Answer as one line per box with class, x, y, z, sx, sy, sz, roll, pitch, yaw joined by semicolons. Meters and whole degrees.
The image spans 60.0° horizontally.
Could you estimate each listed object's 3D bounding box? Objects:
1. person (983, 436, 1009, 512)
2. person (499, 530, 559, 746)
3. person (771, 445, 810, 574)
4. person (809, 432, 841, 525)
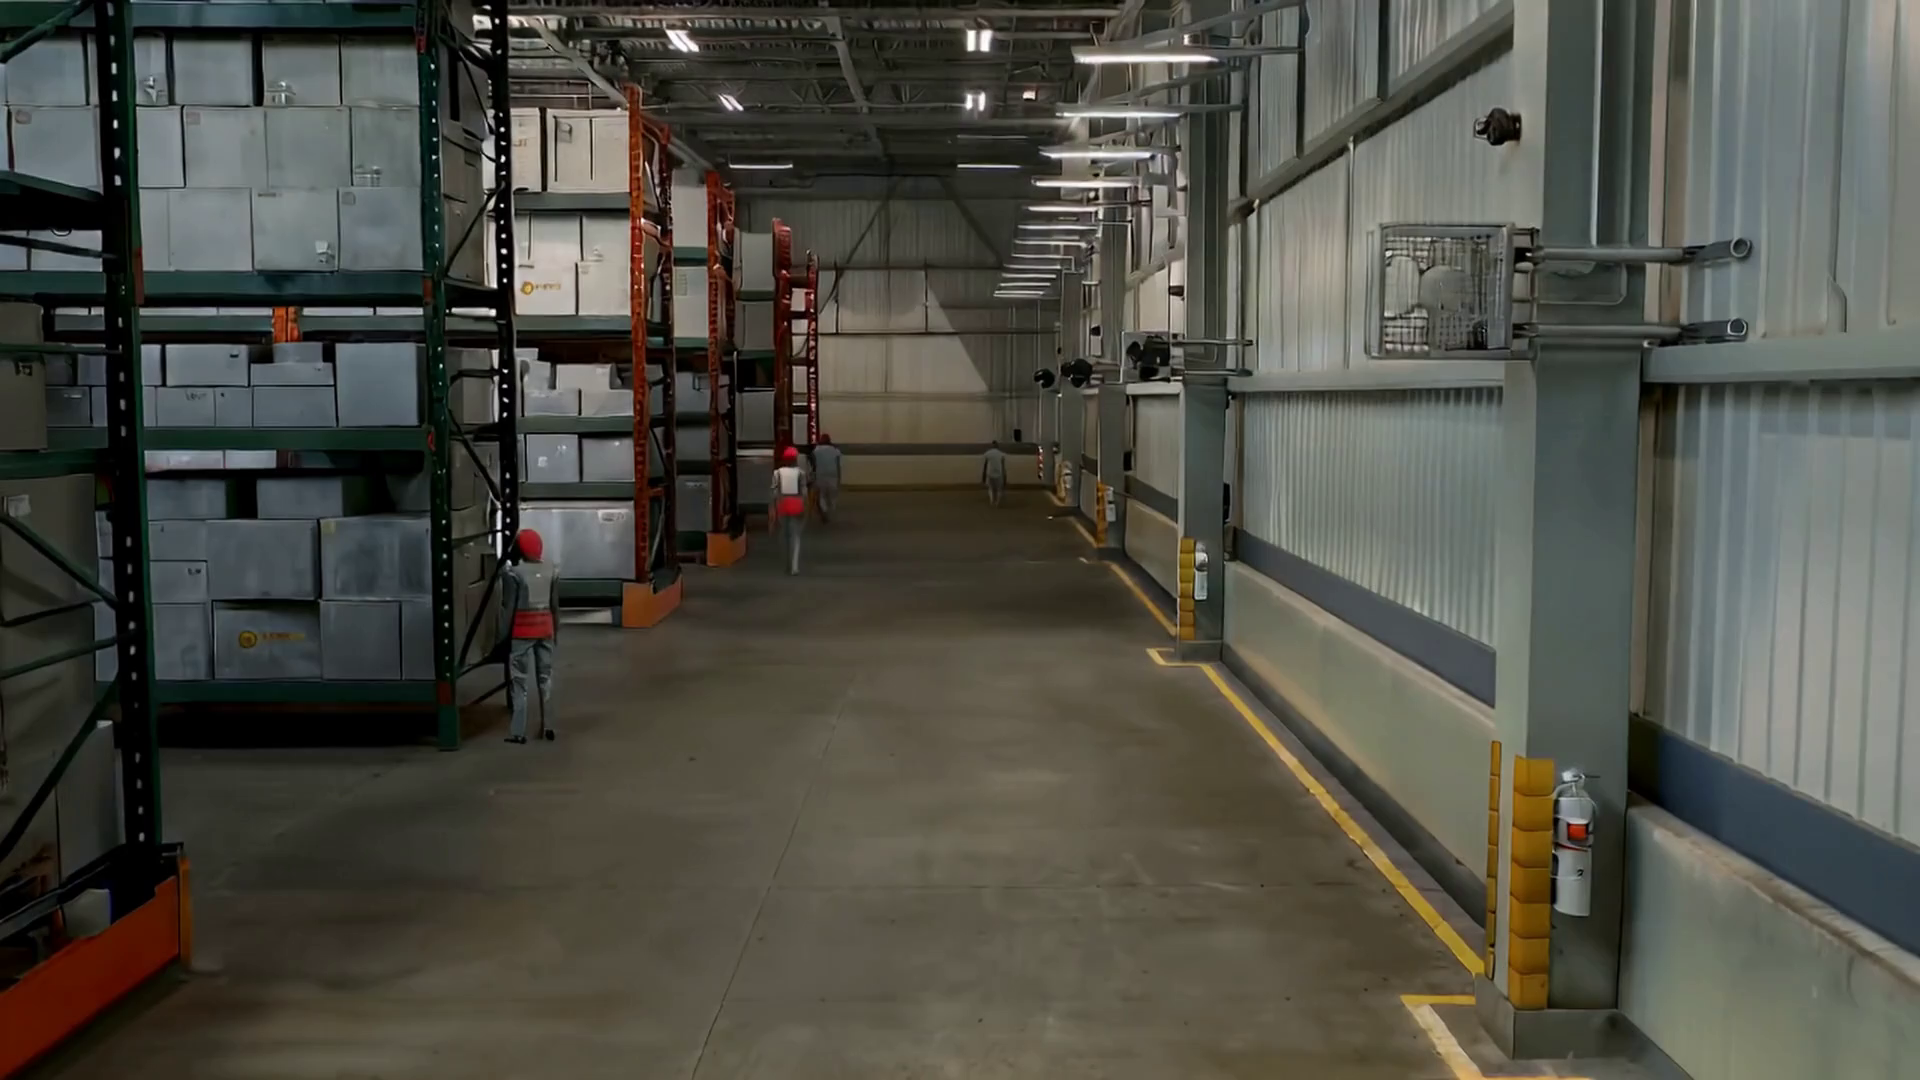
person;0.821;-1.493;37.871;0.584;1.735;0.421;0;5;-2
person;-3.240;0.734;12.553;0.321;1.630;0.521;4;6;38
person;-2.515;-0.453;24.707;0.576;1.919;0.401;0;5;-1
person;-2.733;-1.241;33.958;0.670;1.915;0.645;-1;5;-15
